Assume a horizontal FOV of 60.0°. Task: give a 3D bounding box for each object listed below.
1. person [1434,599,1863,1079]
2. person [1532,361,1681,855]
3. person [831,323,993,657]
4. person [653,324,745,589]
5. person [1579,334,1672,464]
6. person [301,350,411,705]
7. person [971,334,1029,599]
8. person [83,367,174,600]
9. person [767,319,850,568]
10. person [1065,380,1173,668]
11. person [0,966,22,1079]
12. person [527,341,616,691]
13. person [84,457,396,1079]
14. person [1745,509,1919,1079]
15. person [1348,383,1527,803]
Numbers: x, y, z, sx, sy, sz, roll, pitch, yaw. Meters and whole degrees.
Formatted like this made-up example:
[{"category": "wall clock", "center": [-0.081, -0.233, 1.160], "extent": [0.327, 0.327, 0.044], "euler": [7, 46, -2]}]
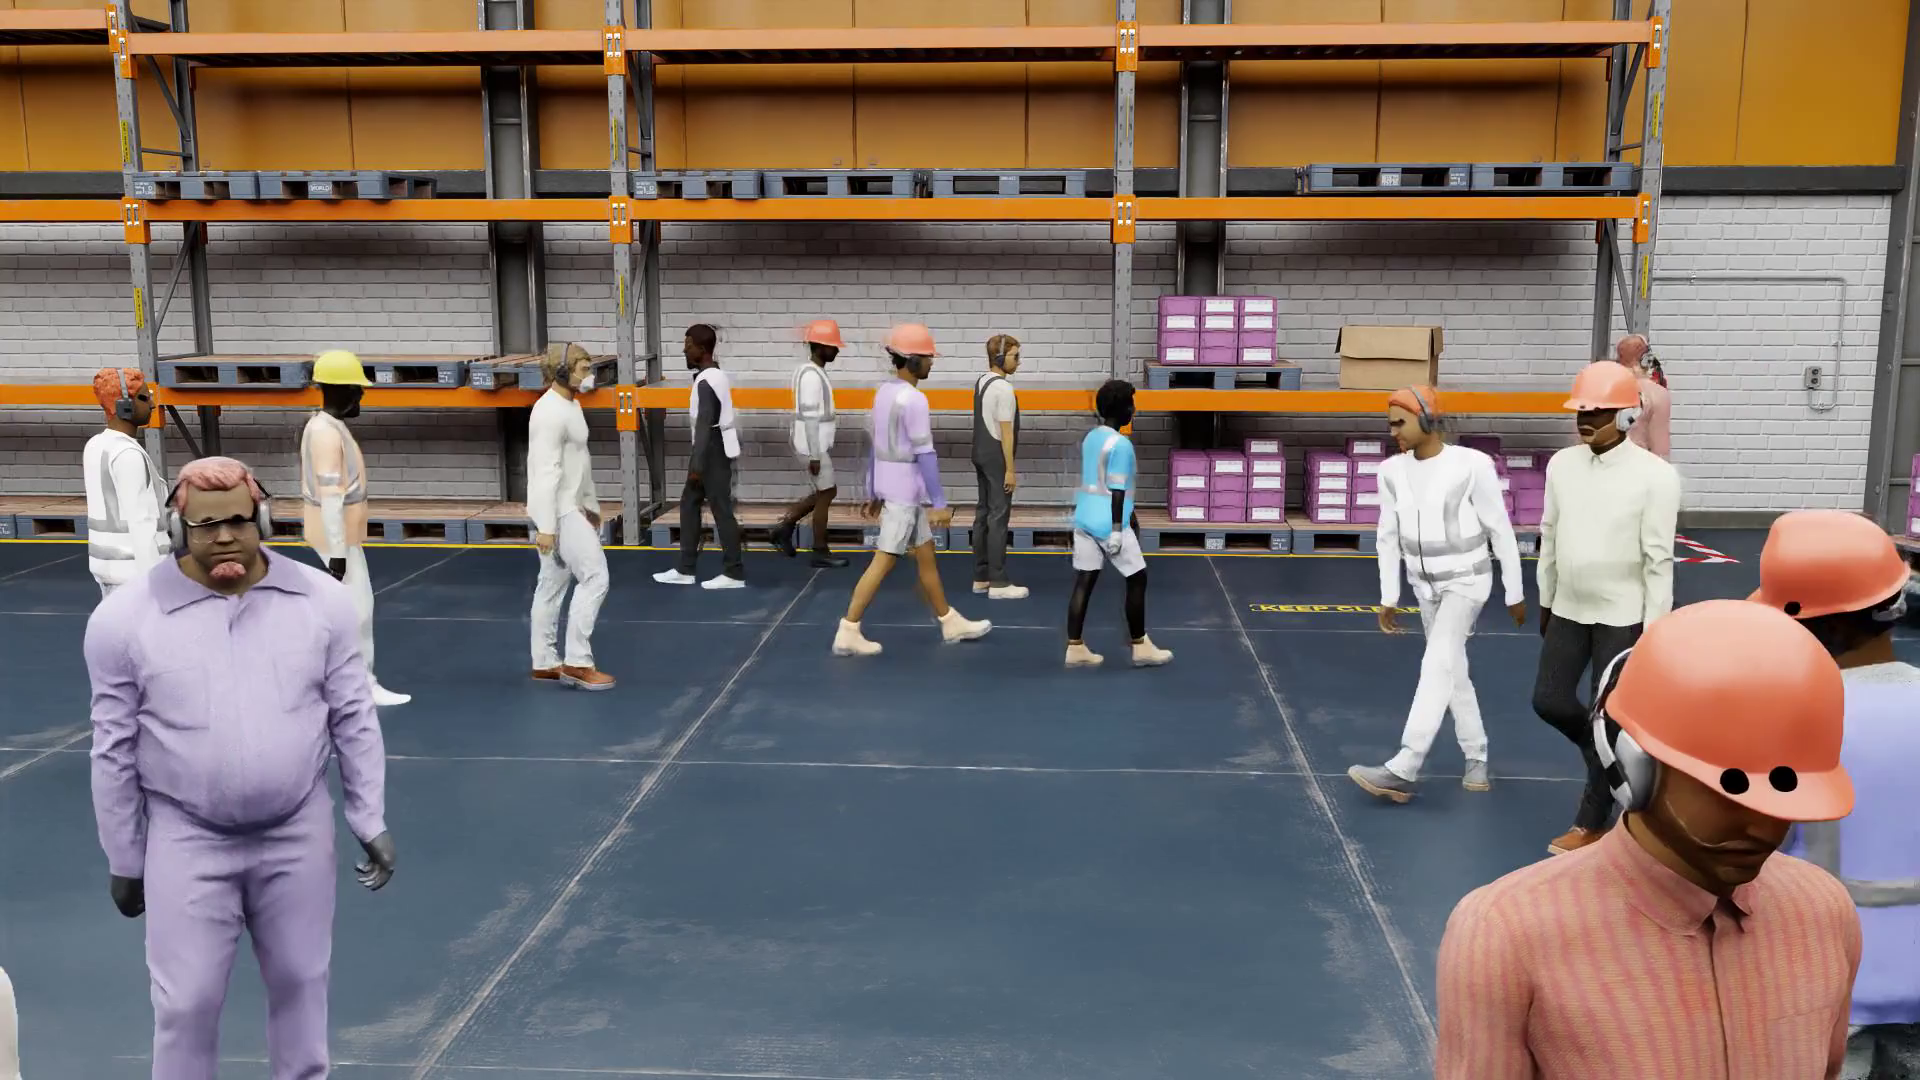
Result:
[{"category": "person", "center": [0.868, 1.042, 2.099], "extent": [0.611, 1.985, 0.393], "euler": [-3, 10, -18]}, {"category": "person", "center": [2.584, 0.270, 6.633], "extent": [0.563, 1.977, 0.627], "euler": [-6, 12, -33]}, {"category": "person", "center": [-0.316, -0.295, 9.938], "extent": [1.069, 1.986, 0.633], "euler": [-3, 10, -19]}, {"category": "person", "center": [-1.910, -0.578, 11.836], "extent": [0.789, 1.893, 0.621], "euler": [-1, 10, -7]}, {"category": "person", "center": [4.287, -0.398, 10.848], "extent": [0.709, 1.887, 0.652], "euler": [-7, 12, -34]}, {"category": "person", "center": [-3.269, -0.032, 8.629], "extent": [0.629, 1.909, 0.588], "euler": [-3, 10, -18]}, {"category": "person", "center": [0.258, -0.513, 11.629], "extent": [0.346, 1.840, 0.505], "euler": [-4, 11, -23]}, {"category": "person", "center": [-3.752, 0.160, 7.567], "extent": [0.355, 1.883, 0.574], "euler": [-9, 13, -43]}, {"category": "person", "center": [-1.129, -0.720, 12.629], "extent": [0.554, 1.913, 0.564], "euler": [-1, 10, -4]}, {"category": "person", "center": [0.931, -0.087, 9.600], "extent": [0.736, 1.665, 0.551], "euler": [-4, 10, -21]}, {"category": "person", "center": [-1.586, 1.171, 2.416], "extent": [0.461, 1.615, 0.514], "euler": [5, 11, 26]}, {"category": "person", "center": [-2.117, -0.125, 9.148], "extent": [0.642, 1.918, 0.651], "euler": [-2, 10, -9]}, {"category": "person", "center": [-1.775, 0.738, 4.149], "extent": [0.663, 1.902, 0.438], "euler": [-7, 12, -35]}, {"category": "person", "center": [1.817, 0.876, 3.353], "extent": [0.632, 1.897, 0.399], "euler": [0, 10, -2]}, {"category": "person", "center": [2.090, 0.234, 7.292], "extent": [0.837, 1.829, 0.627], "euler": [-6, 11, -31]}]
